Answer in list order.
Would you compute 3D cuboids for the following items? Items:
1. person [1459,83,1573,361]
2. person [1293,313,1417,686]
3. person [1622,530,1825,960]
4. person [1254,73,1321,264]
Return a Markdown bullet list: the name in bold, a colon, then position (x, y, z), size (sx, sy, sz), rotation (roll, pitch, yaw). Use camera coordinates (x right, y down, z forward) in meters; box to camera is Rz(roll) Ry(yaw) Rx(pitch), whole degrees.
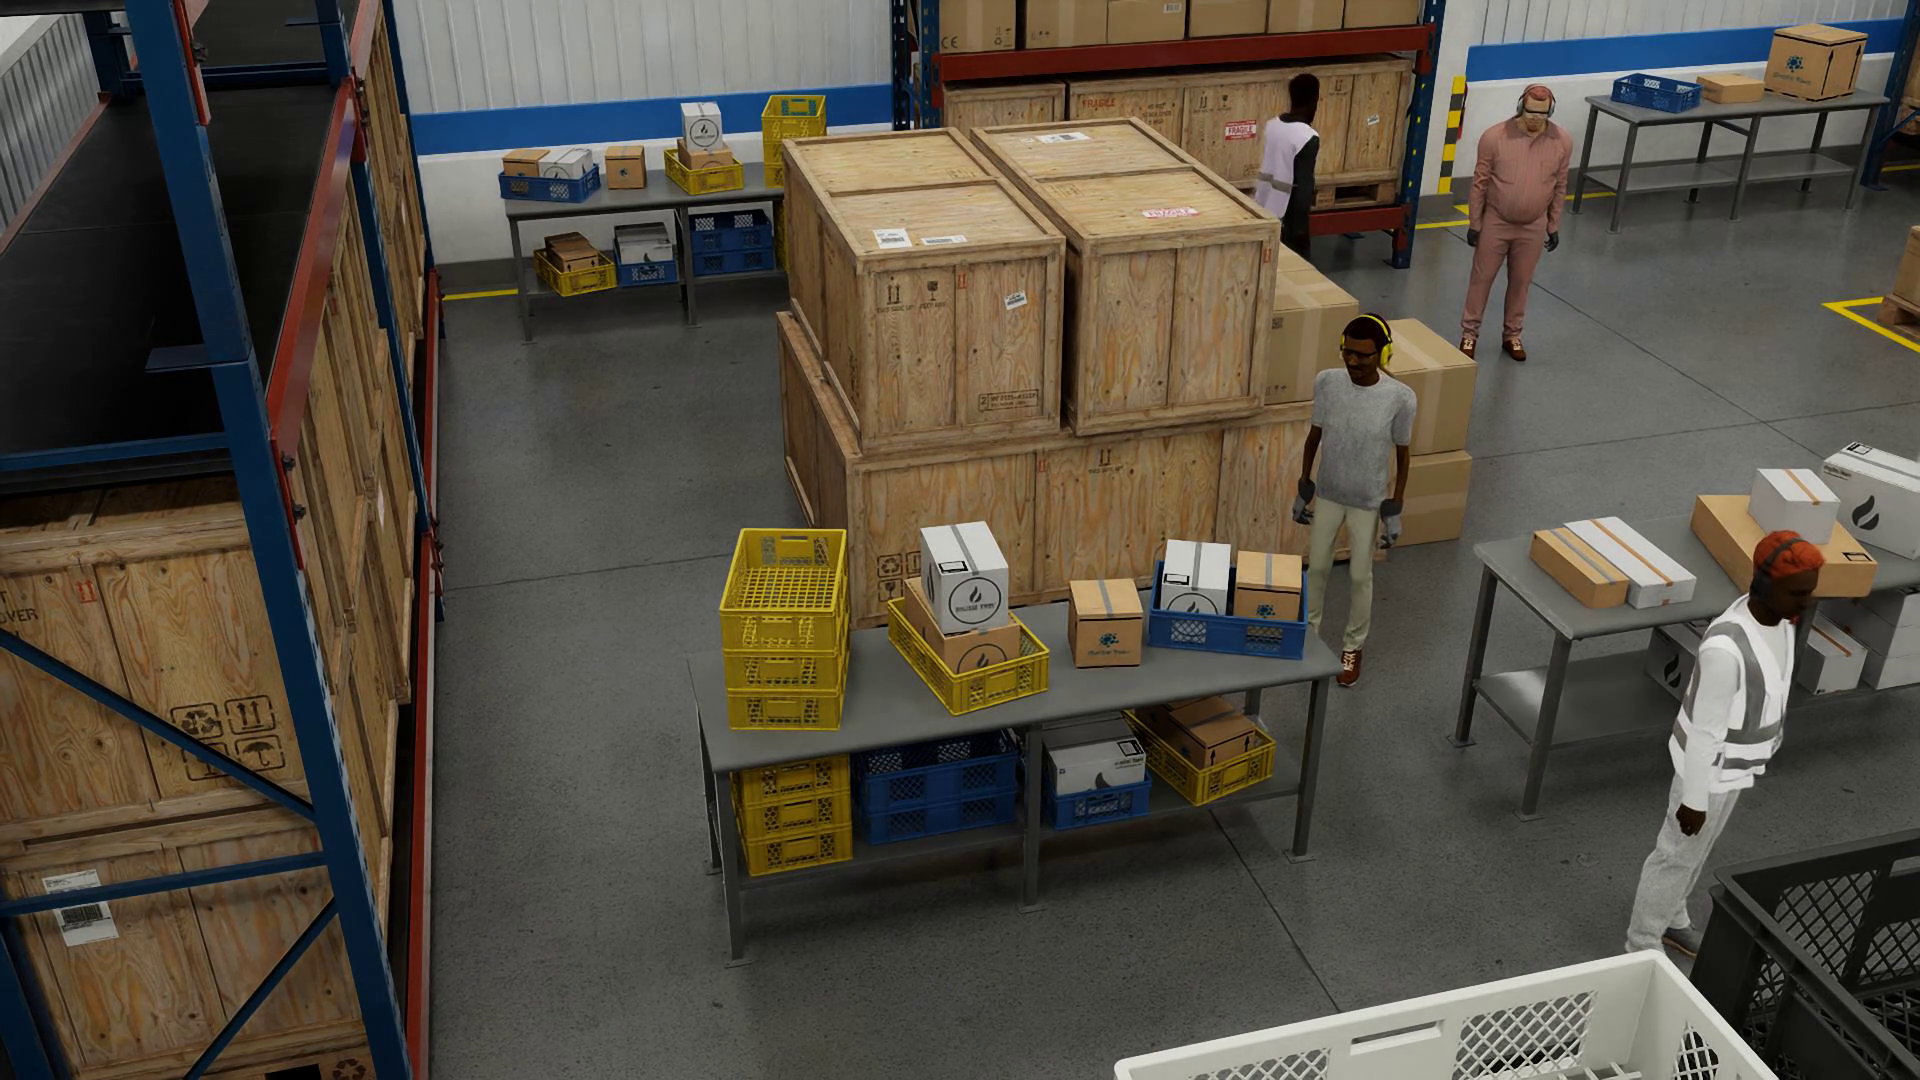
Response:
- **person**: position (3.768, -2.143, 11.302), size (0.638, 1.902, 0.407), rotation (2, 29, 3)
- **person**: position (1.818, -0.182, 7.773), size (0.523, 1.870, 0.317), rotation (16, 33, 27)
- **person**: position (2.728, 0.805, 5.968), size (0.346, 1.881, 0.578), rotation (24, 37, 36)
- **person**: position (2.223, -2.265, 11.535), size (0.468, 1.891, 0.627), rotation (-9, 30, -16)
